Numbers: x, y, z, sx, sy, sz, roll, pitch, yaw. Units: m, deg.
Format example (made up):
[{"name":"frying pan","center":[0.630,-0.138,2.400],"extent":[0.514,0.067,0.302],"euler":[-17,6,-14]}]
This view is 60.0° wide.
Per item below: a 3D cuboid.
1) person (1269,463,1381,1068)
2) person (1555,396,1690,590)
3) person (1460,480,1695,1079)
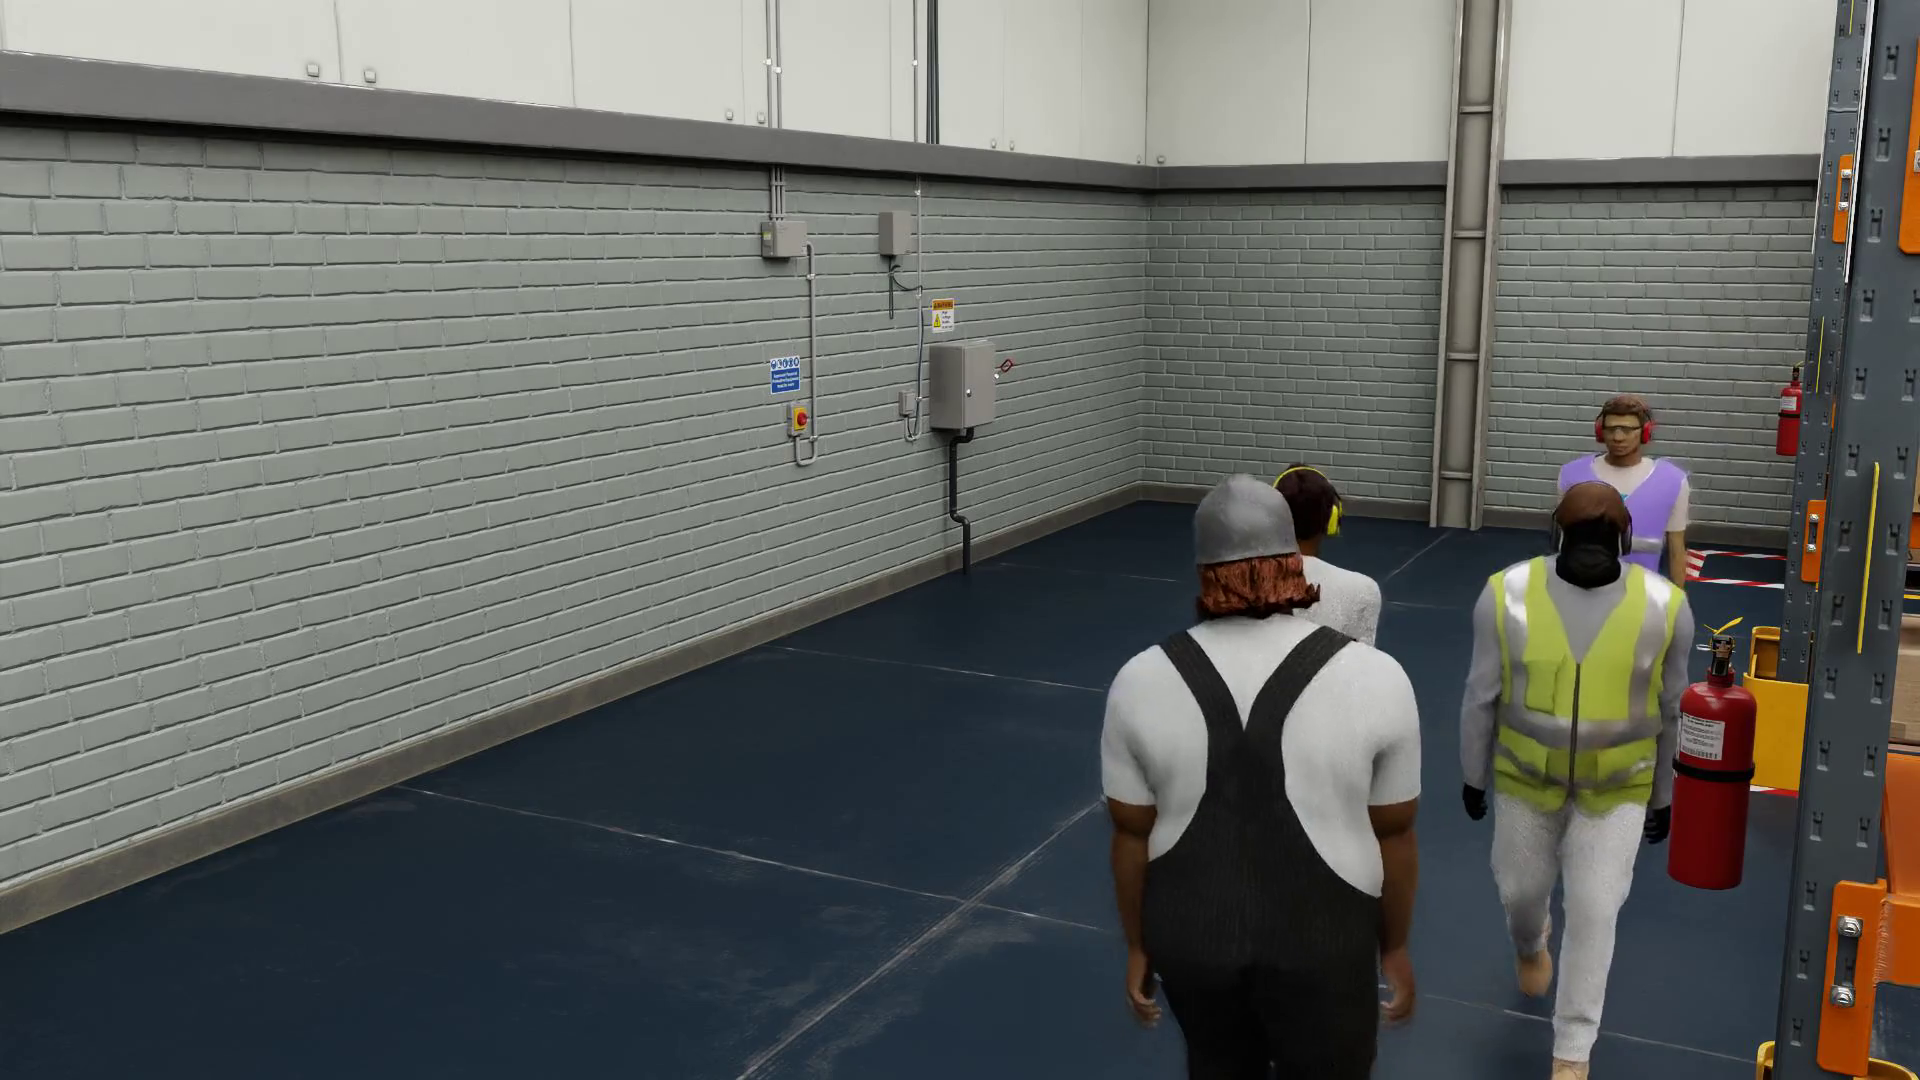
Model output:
[{"name":"person","center":[1.025,0.674,5.218],"extent":[0.529,1.820,1.034],"euler":[1,10,7]},{"name":"person","center":[3.016,0.230,7.628],"extent":[0.573,1.813,0.894],"euler":[5,12,27]},{"name":"person","center":[1.850,0.699,5.045],"extent":[0.635,1.824,0.784],"euler":[4,11,22]}]
